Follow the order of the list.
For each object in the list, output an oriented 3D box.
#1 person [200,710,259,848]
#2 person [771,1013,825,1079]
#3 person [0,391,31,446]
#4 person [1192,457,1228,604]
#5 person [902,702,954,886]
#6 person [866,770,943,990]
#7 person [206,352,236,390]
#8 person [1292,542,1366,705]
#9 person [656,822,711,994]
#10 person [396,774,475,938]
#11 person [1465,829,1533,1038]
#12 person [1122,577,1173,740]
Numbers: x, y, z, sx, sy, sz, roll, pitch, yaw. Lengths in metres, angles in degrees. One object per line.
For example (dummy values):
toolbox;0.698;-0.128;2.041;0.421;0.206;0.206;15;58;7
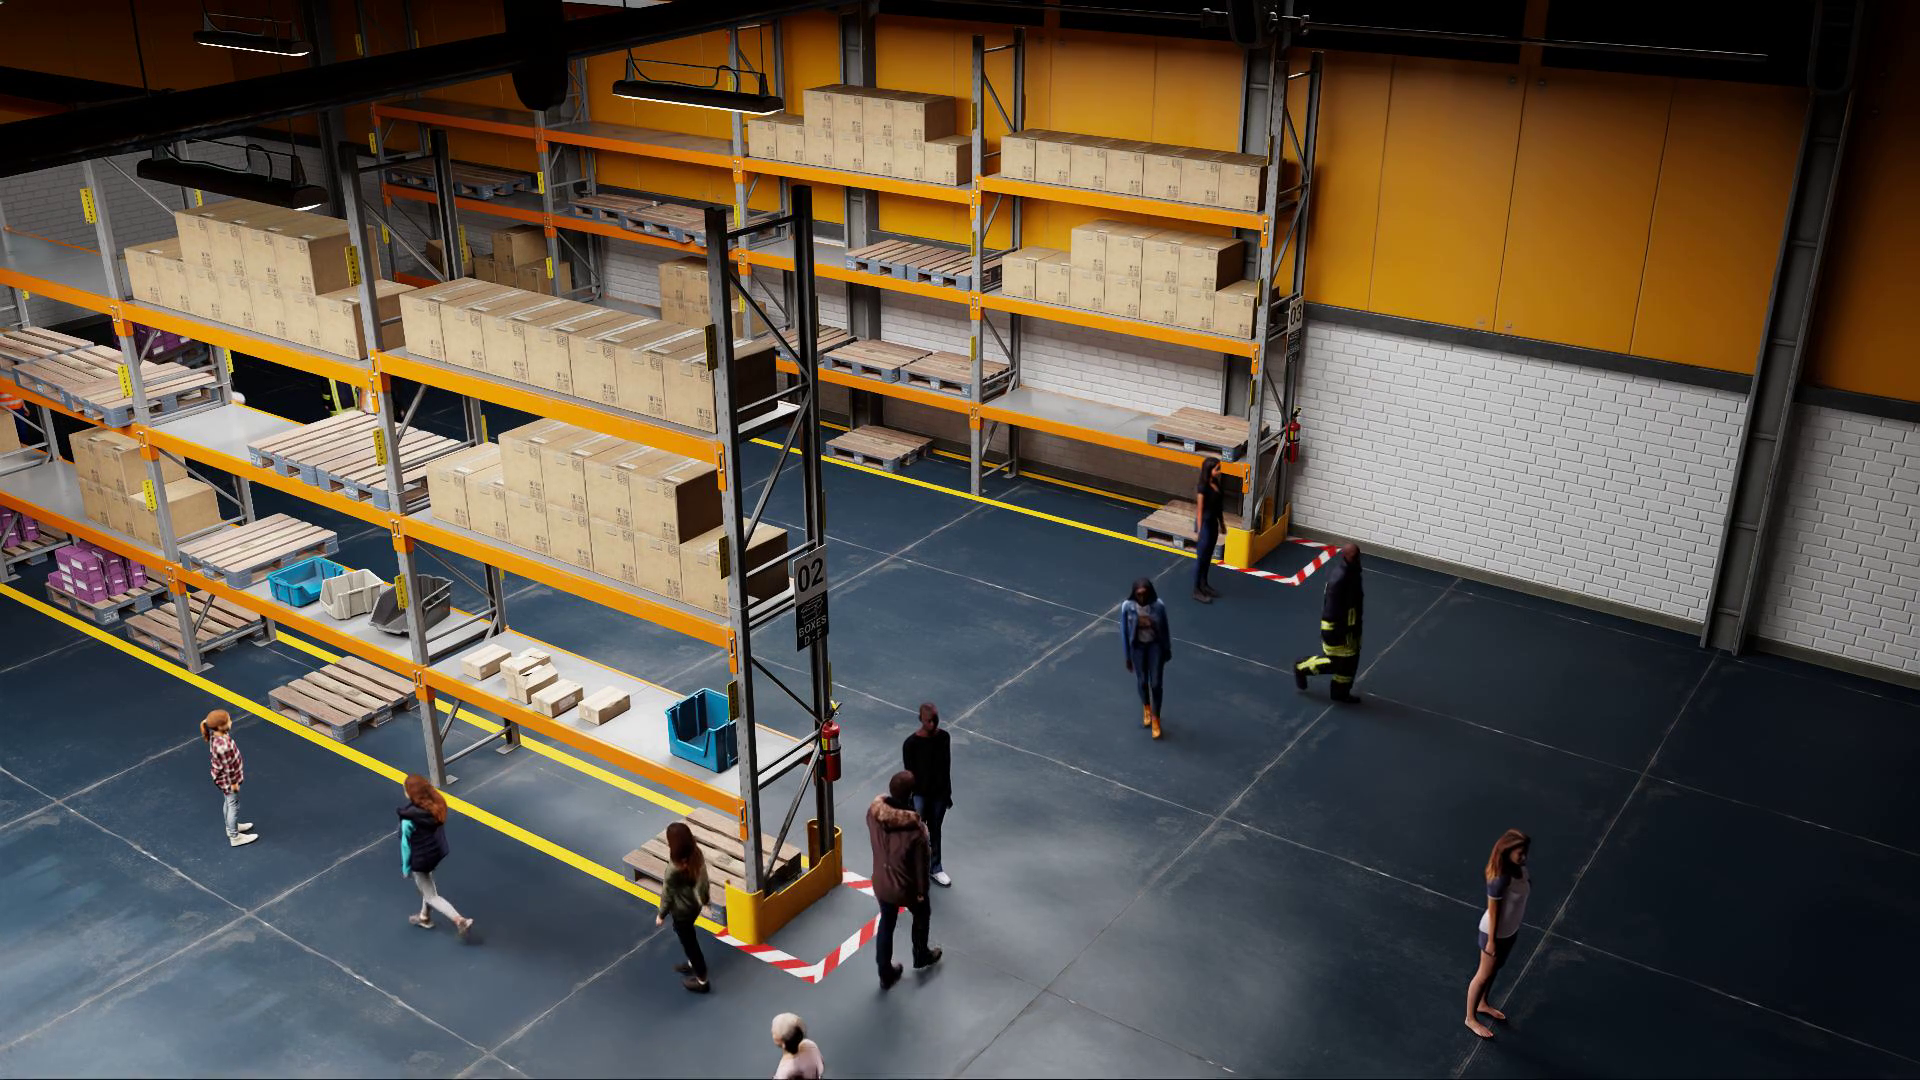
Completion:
person;-6.487;2.085;14.706;0.651;1.303;0.540;-14;27;-29
person;-0.914;3.720;10.511;0.894;1.668;0.661;13;27;28
person;-13.095;-1.799;22.870;0.682;1.881;0.719;10;26;22
person;2.838;-0.161;19.301;0.543;1.738;0.566;15;28;31
person;-0.278;2.136;14.031;0.672;1.749;0.671;-13;27;-27
person;-0.520;2.652;12.764;0.776;1.818;0.830;14;27;28
person;-10.300;-1.823;23.109;0.606;1.732;0.616;15;28;31
person;3.808;0.826;16.956;0.939;1.807;0.722;15;28;31
person;-2.031;2.839;12.782;0.685;1.462;0.687;6;24;14
person;-4.243;2.568;13.381;0.971;1.479;0.704;9;25;20
person;4.002;2.878;12.359;0.557;1.729;0.616;19;30;36
person;1.848;1.075;16.541;0.843;1.683;0.882;2;24;4
